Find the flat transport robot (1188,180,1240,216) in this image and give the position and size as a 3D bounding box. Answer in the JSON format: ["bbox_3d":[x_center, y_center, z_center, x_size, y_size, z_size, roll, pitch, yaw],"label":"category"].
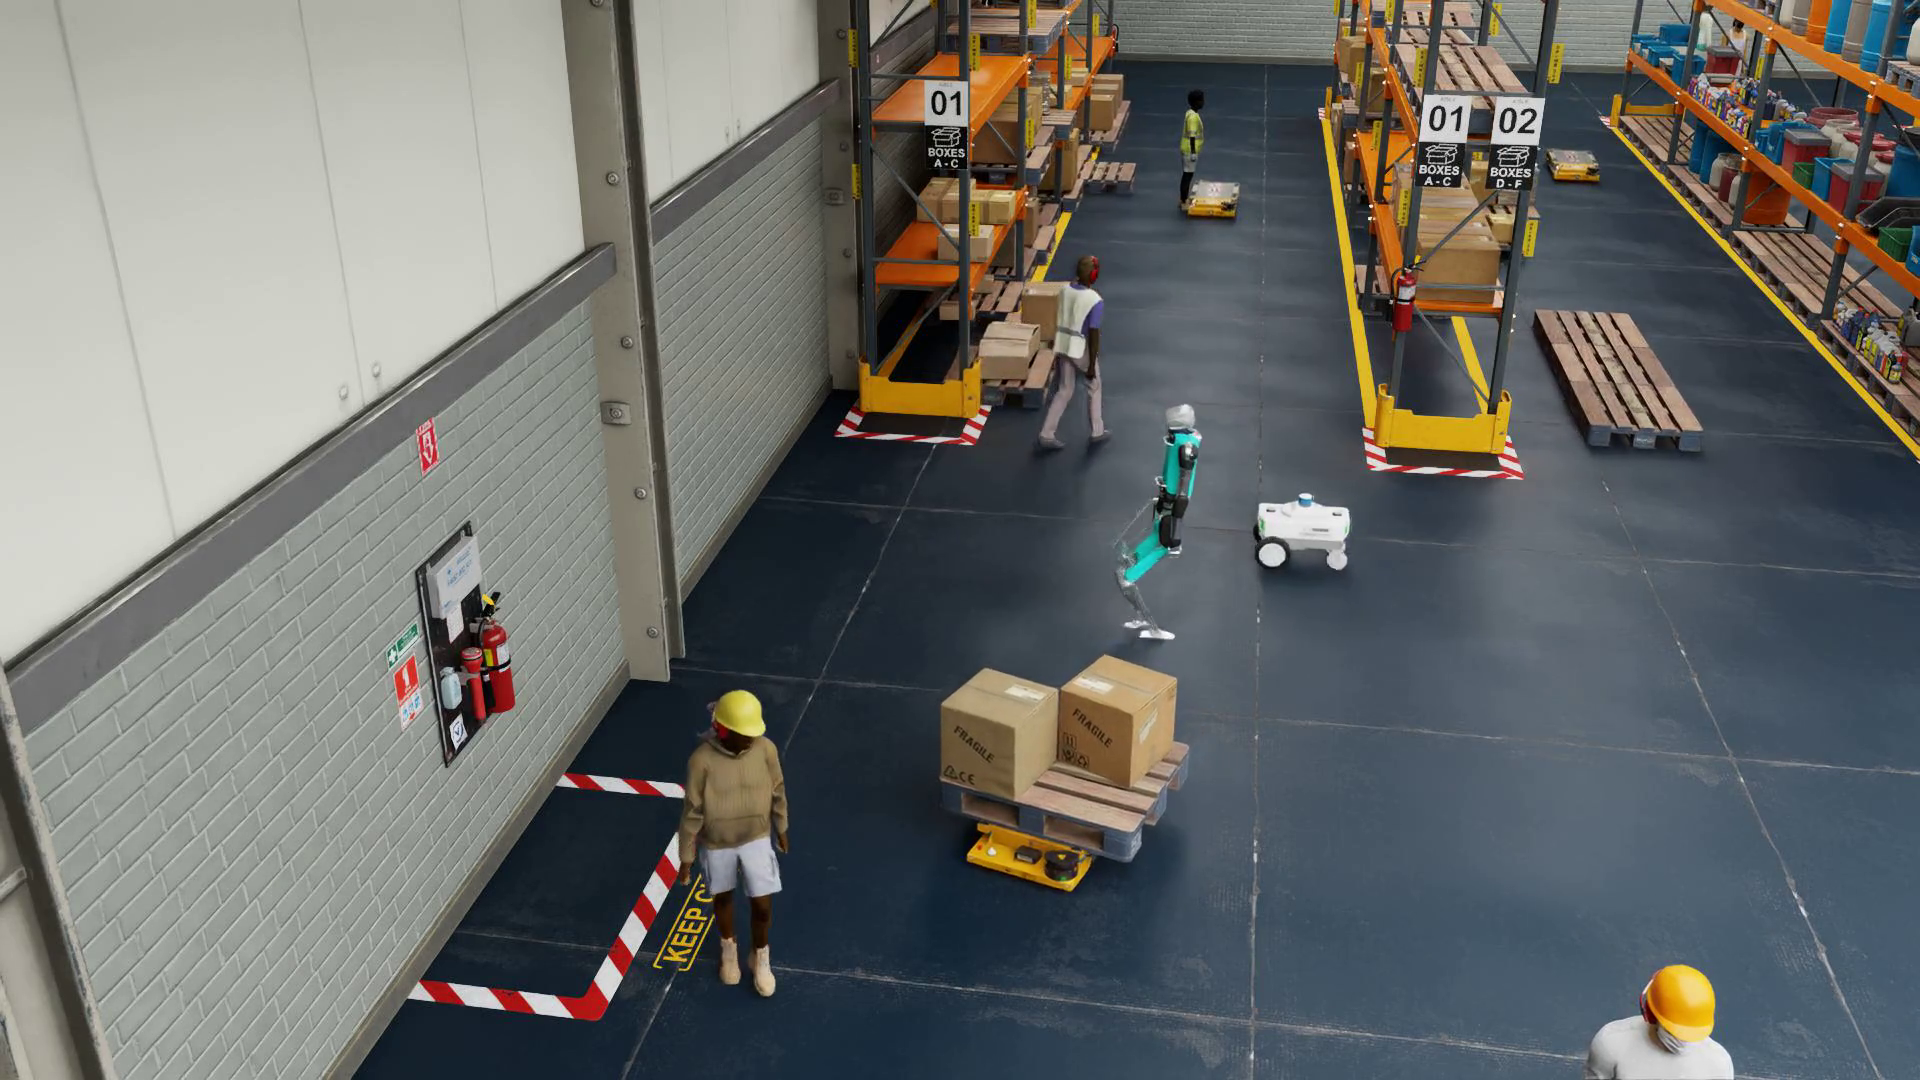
[{"bbox_3d":[3.649,-4.899,23.843,0.659,0.231,1.431,5,25,10],"label":"flat transport robot"}]

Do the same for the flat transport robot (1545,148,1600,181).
[{"bbox_3d":[9.507,-5.830,25.836,0.659,0.231,1.431,5,26,11],"label":"flat transport robot"}]

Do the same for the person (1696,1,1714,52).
[{"bbox_3d":[14.365,-9.638,32.231,0.387,1.749,0.538,-5,25,-10],"label":"person"}]

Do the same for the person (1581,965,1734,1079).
[{"bbox_3d":[2.587,2.384,6.348,0.569,1.889,0.389,7,26,16],"label":"person"}]

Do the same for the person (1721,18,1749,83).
[{"bbox_3d":[13.623,-8.357,29.361,0.531,1.861,0.386,0,25,-1],"label":"person"}]

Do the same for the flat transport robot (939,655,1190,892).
[{"bbox_3d":[0.646,1.578,9.981,0.659,0.231,1.431,12,28,24],"label":"flat transport robot"}]

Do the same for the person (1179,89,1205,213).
[{"bbox_3d":[3.256,-5.468,23.371,0.317,1.696,0.539,1,25,3],"label":"person"}]

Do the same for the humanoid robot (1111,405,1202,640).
[{"bbox_3d":[1.315,-0.100,11.805,0.729,1.768,0.537,-1,25,-1],"label":"humanoid robot"}]

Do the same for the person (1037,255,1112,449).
[{"bbox_3d":[1.048,-1.700,15.199,0.827,1.798,0.556,-22,33,-39],"label":"person"}]

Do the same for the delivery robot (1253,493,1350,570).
[{"bbox_3d":[2.702,-0.081,13.185,0.782,0.587,0.499,3,25,7],"label":"delivery robot"}]

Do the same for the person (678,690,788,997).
[{"bbox_3d":[-1.137,1.534,8.337,0.579,1.733,0.572,-5,26,-11],"label":"person"}]
